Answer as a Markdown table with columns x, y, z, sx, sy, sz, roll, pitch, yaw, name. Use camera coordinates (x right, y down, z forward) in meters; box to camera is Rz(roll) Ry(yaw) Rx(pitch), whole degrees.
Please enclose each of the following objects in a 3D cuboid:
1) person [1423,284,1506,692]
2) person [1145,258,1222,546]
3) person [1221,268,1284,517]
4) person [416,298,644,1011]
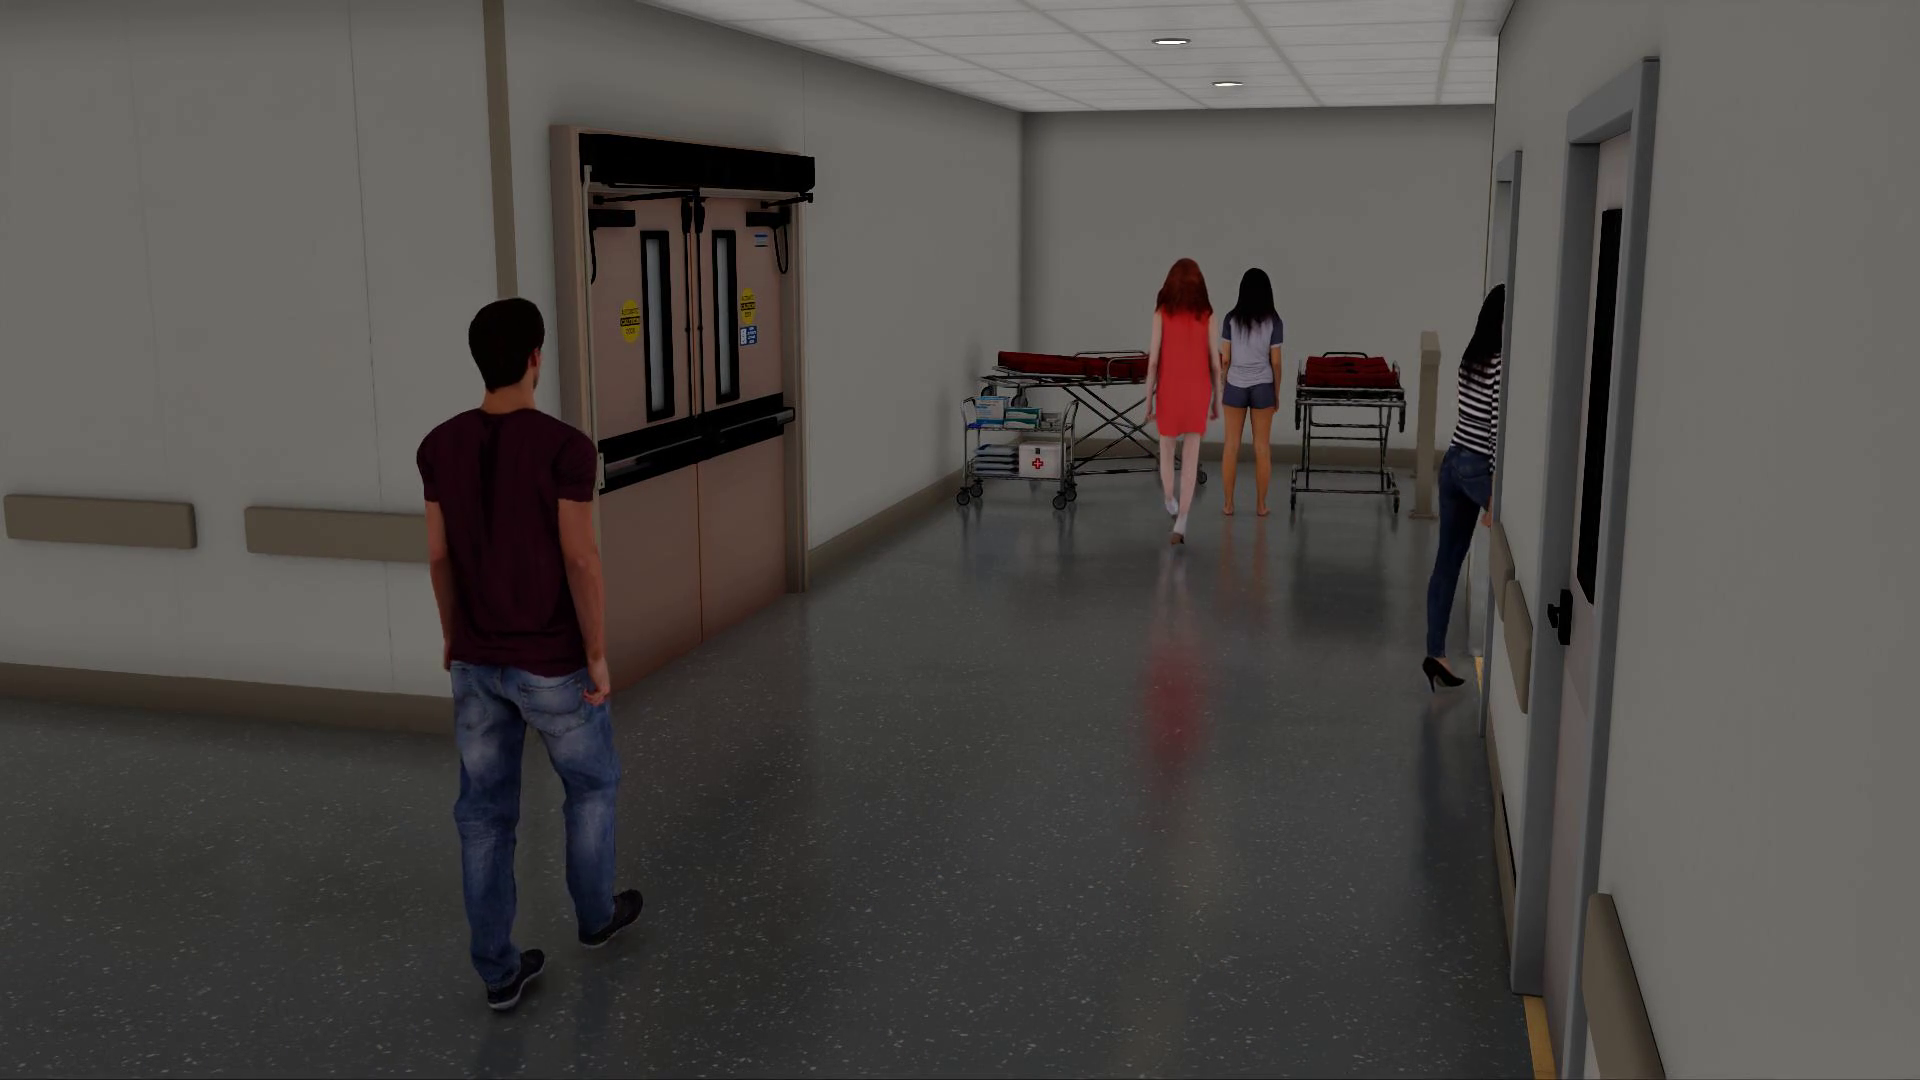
| x | y | z | sx | sy | sz | roll | pitch | yaw | name |
| --- | --- | --- | --- | --- | --- | --- | --- | --- | --- |
| 2.158 | -0.197 | 7.169 | 0.885 | 1.767 | 0.836 | -4 | 12 | -21 | person |
| 1.407 | -0.835 | 10.494 | 0.727 | 1.781 | 1.161 | 1 | 11 | 7 | person |
| 2.038 | -1.043 | 11.715 | 0.593 | 1.735 | 0.520 | 2 | 11 | 9 | person |
| -1.167 | 0.318 | 4.288 | 0.736 | 1.829 | 0.895 | 2 | 11 | 9 | person |
